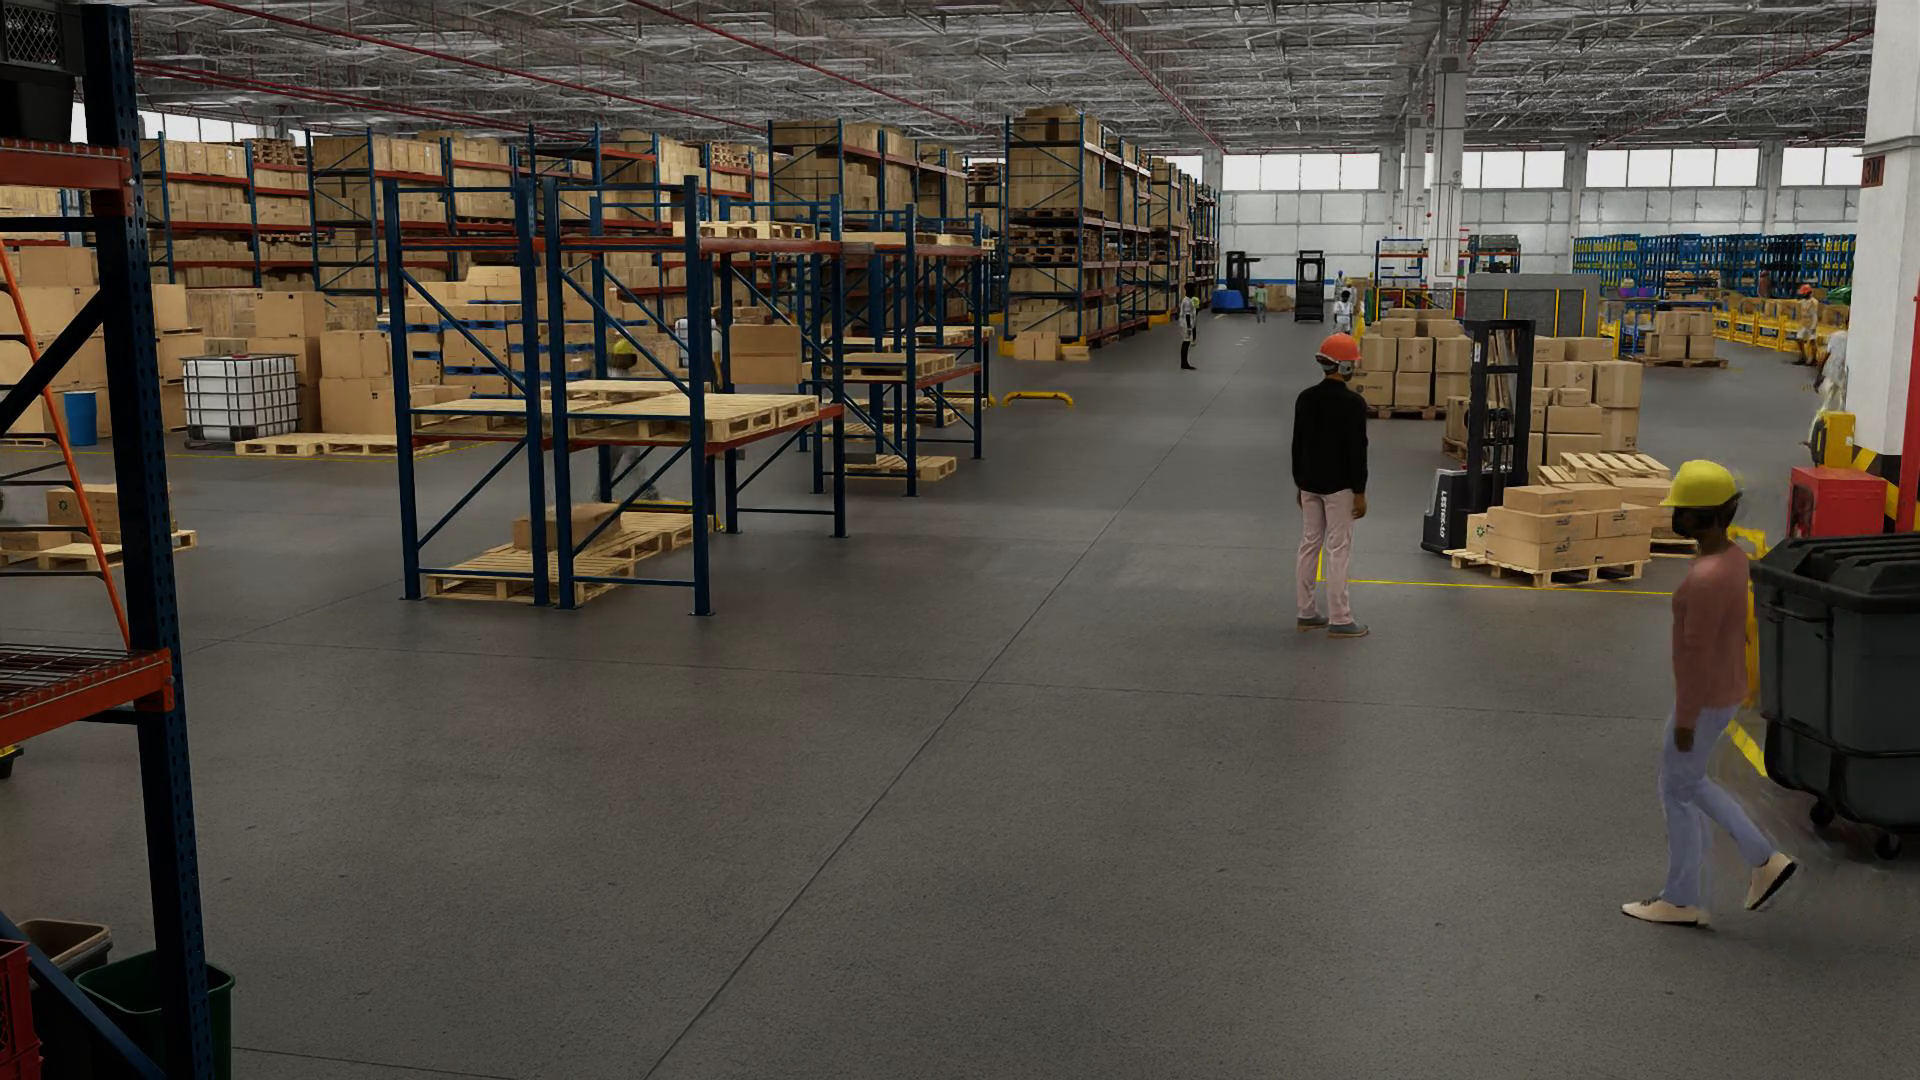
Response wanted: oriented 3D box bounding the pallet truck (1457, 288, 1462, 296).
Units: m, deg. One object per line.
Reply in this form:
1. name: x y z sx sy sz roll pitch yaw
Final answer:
1. pallet truck: 20.506 -9.785 68.819 0.653 1.274 1.630 2 10 12

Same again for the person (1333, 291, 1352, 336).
1. person: 9.969 -5.643 43.221 0.627 1.646 0.758 -4 10 -23

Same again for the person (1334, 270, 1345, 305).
1. person: 18.274 -12.000 80.066 0.601 1.940 0.411 -5 11 -28

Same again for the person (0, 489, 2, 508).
1. person: -9.483 -1.129 15.800 0.801 1.908 0.640 8 13 41

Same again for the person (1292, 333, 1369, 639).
1. person: 2.445 -0.357 10.938 0.388 1.996 0.612 -6 11 -31

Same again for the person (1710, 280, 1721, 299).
1. person: 32.474 -10.563 71.662 0.465 1.890 0.677 6 11 33

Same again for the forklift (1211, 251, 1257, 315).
1. forklift: 12.212 -11.453 74.025 1.873 2.768 1.129 -6 11 -33

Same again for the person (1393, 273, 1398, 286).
1. person: 23.062 -13.262 88.099 0.492 1.742 0.324 -4 10 -21

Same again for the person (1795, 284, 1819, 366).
1. person: 19.613 -4.964 38.485 0.478 1.909 0.568 -1 10 -7

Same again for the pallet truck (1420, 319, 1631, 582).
1. pallet truck: 4.543 -0.757 13.299 0.823 1.965 1.885 -4 10 -22

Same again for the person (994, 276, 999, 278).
1. person: 2.036 -14.039 92.517 0.610 1.807 0.723 1 10 8

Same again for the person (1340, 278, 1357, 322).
1. person: 13.987 -8.531 59.915 0.595 1.809 0.822 2 10 12

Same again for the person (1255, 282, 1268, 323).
1. person: 11.699 -9.214 64.544 0.525 1.586 0.830 4 10 21

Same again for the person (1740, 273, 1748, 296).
1. person: 37.587 -11.923 79.909 0.618 1.827 0.539 -2 10 -10

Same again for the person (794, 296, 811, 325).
1. person: -6.047 -8.947 62.980 0.863 1.591 0.555 0 10 2

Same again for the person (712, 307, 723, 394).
1. person: -3.165 -2.171 22.123 0.344 1.847 0.504 0 10 0

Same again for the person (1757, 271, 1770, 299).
1. person: 36.636 -11.293 75.865 0.614 1.950 1.029 1 10 7

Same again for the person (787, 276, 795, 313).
1. person: -6.633 -9.541 65.826 0.526 1.831 0.579 2 10 9

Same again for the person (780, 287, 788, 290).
1. person: -6.673 -9.024 62.244 0.792 1.996 0.620 -1 10 -3

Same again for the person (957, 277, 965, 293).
1. person: 0.010 -8.696 60.574 0.762 1.917 0.633 8 12 39

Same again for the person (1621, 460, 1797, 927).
1. person: 2.762 0.579 6.087 0.478 1.747 0.531 7 12 36

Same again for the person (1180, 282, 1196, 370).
1. person: 5.095 -4.775 37.180 0.367 1.966 0.604 0 10 1

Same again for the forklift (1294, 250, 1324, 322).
1. forklift: 13.778 -10.002 65.433 1.129 2.768 1.873 2 10 12

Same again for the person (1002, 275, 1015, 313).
1. person: 1.857 -9.034 62.621 0.493 1.897 0.643 9 13 41

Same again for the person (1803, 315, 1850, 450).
1. person: 11.296 -2.045 21.428 0.454 1.828 0.639 -5 11 -25

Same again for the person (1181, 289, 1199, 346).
1. person: 6.594 -6.410 47.656 0.536 1.700 0.318 7 12 37

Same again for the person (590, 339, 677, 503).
1. person: -3.254 -1.122 16.336 0.904 1.691 0.506 0 10 2
